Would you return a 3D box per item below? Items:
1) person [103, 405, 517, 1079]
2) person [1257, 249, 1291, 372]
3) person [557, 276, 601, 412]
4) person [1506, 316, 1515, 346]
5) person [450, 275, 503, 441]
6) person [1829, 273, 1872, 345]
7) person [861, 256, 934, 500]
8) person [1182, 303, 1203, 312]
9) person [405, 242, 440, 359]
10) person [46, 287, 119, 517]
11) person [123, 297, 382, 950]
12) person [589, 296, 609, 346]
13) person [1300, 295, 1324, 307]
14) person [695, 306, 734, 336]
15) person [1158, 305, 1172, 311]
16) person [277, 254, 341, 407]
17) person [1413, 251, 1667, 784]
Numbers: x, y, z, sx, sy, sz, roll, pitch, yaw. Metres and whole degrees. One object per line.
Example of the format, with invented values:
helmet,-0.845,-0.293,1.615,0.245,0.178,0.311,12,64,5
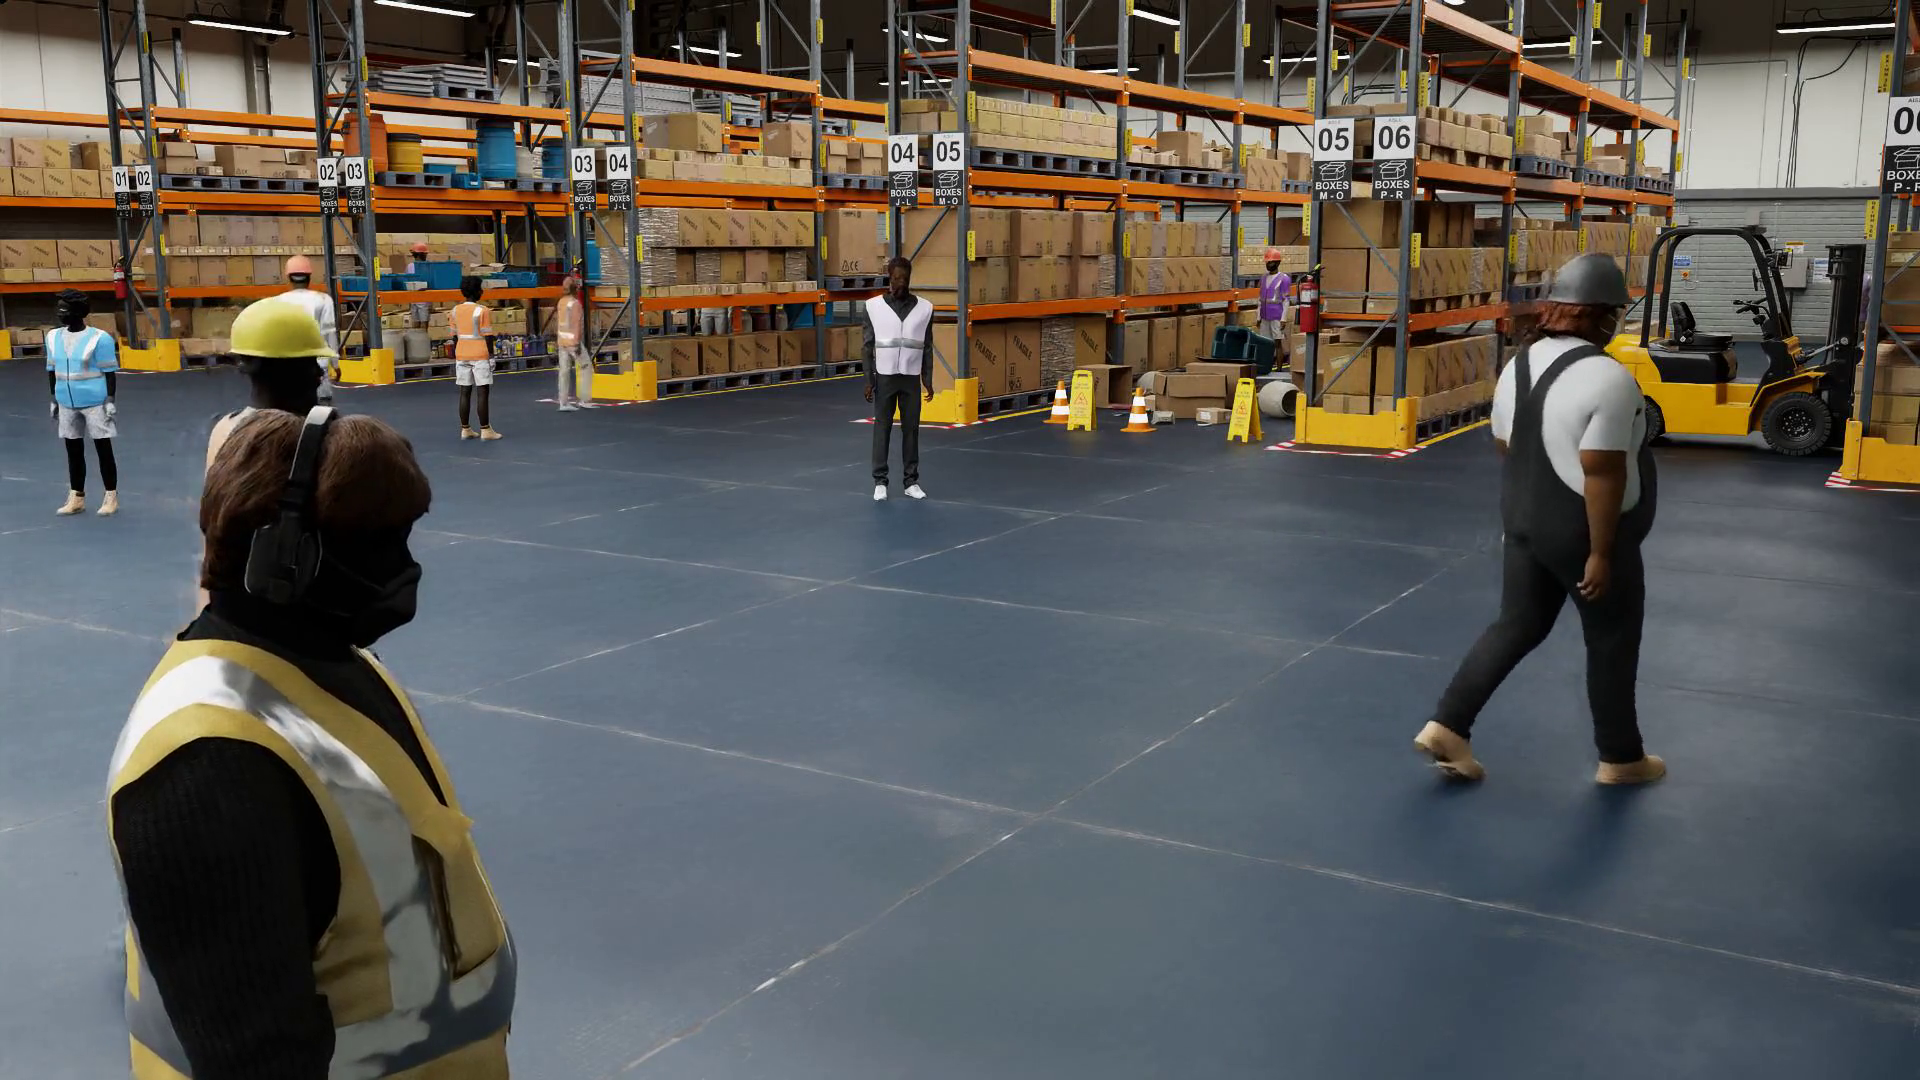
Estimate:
person,-0.758,0.753,2.048,0.429,1.838,0.622,-2,10,-13
person,4.525,-3.247,24.163,0.360,1.939,0.543,-8,13,-38
person,-4.601,-2.354,20.031,0.606,1.615,0.539,-9,13,-40
person,10.797,-4.713,32.463,0.575,1.895,0.779,5,11,28
person,-4.983,-1.862,17.082,0.536,1.697,0.318,5,11,26
person,12.808,-3.189,23.901,0.585,1.919,0.388,5,11,28
person,-0.490,-1.280,13.196,0.593,1.922,0.392,-3,11,-17
person,3.939,-4.004,28.730,0.804,1.823,0.539,-7,12,-36
person,-9.316,-4.124,28.779,0.605,2.045,0.379,9,13,41
person,-6.503,-1.017,12.342,0.535,1.699,0.322,1,10,6
person,-1.980,0.245,4.796,1.002,1.880,0.595,-7,12,-35
person,-7.164,-4.537,32.301,0.527,1.597,0.777,5,11,25
person,6.985,-4.828,33.131,0.564,1.905,0.811,9,13,40
person,-3.728,-3.437,25.265,0.626,1.933,0.370,1,10,8
person,4.050,-4.634,31.801,0.623,1.977,0.513,6,12,30
person,-5.967,-1.636,15.182,0.571,1.924,0.541,-2,10,-10
person,2.185,-0.078,6.128,0.956,2.000,0.686,-3,11,-18
